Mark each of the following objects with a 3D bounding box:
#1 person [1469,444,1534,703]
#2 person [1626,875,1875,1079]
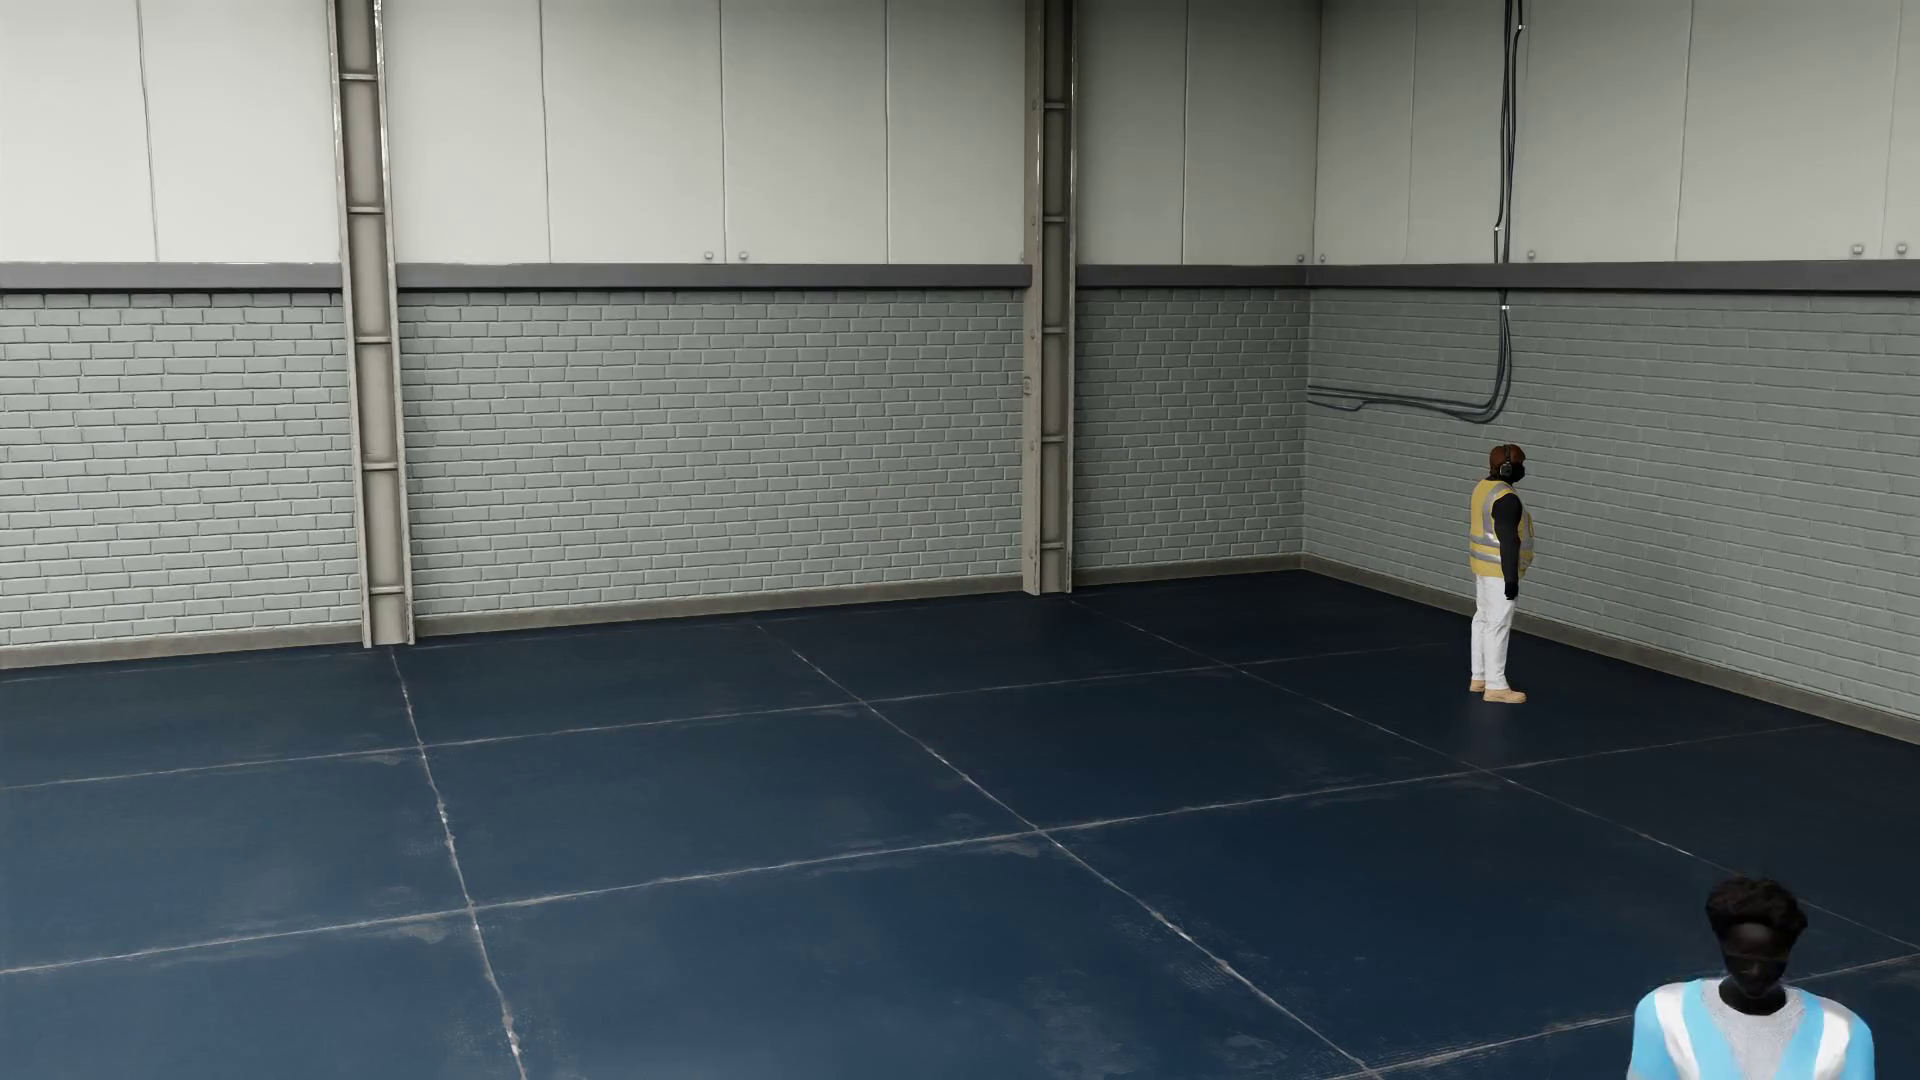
[{"bbox_3d":[3.869,0.230,11.897,0.429,1.842,0.633,0,9,0],"label":"person"},{"bbox_3d":[1.854,1.591,3.927,0.543,1.644,0.876,3,9,16],"label":"person"}]
